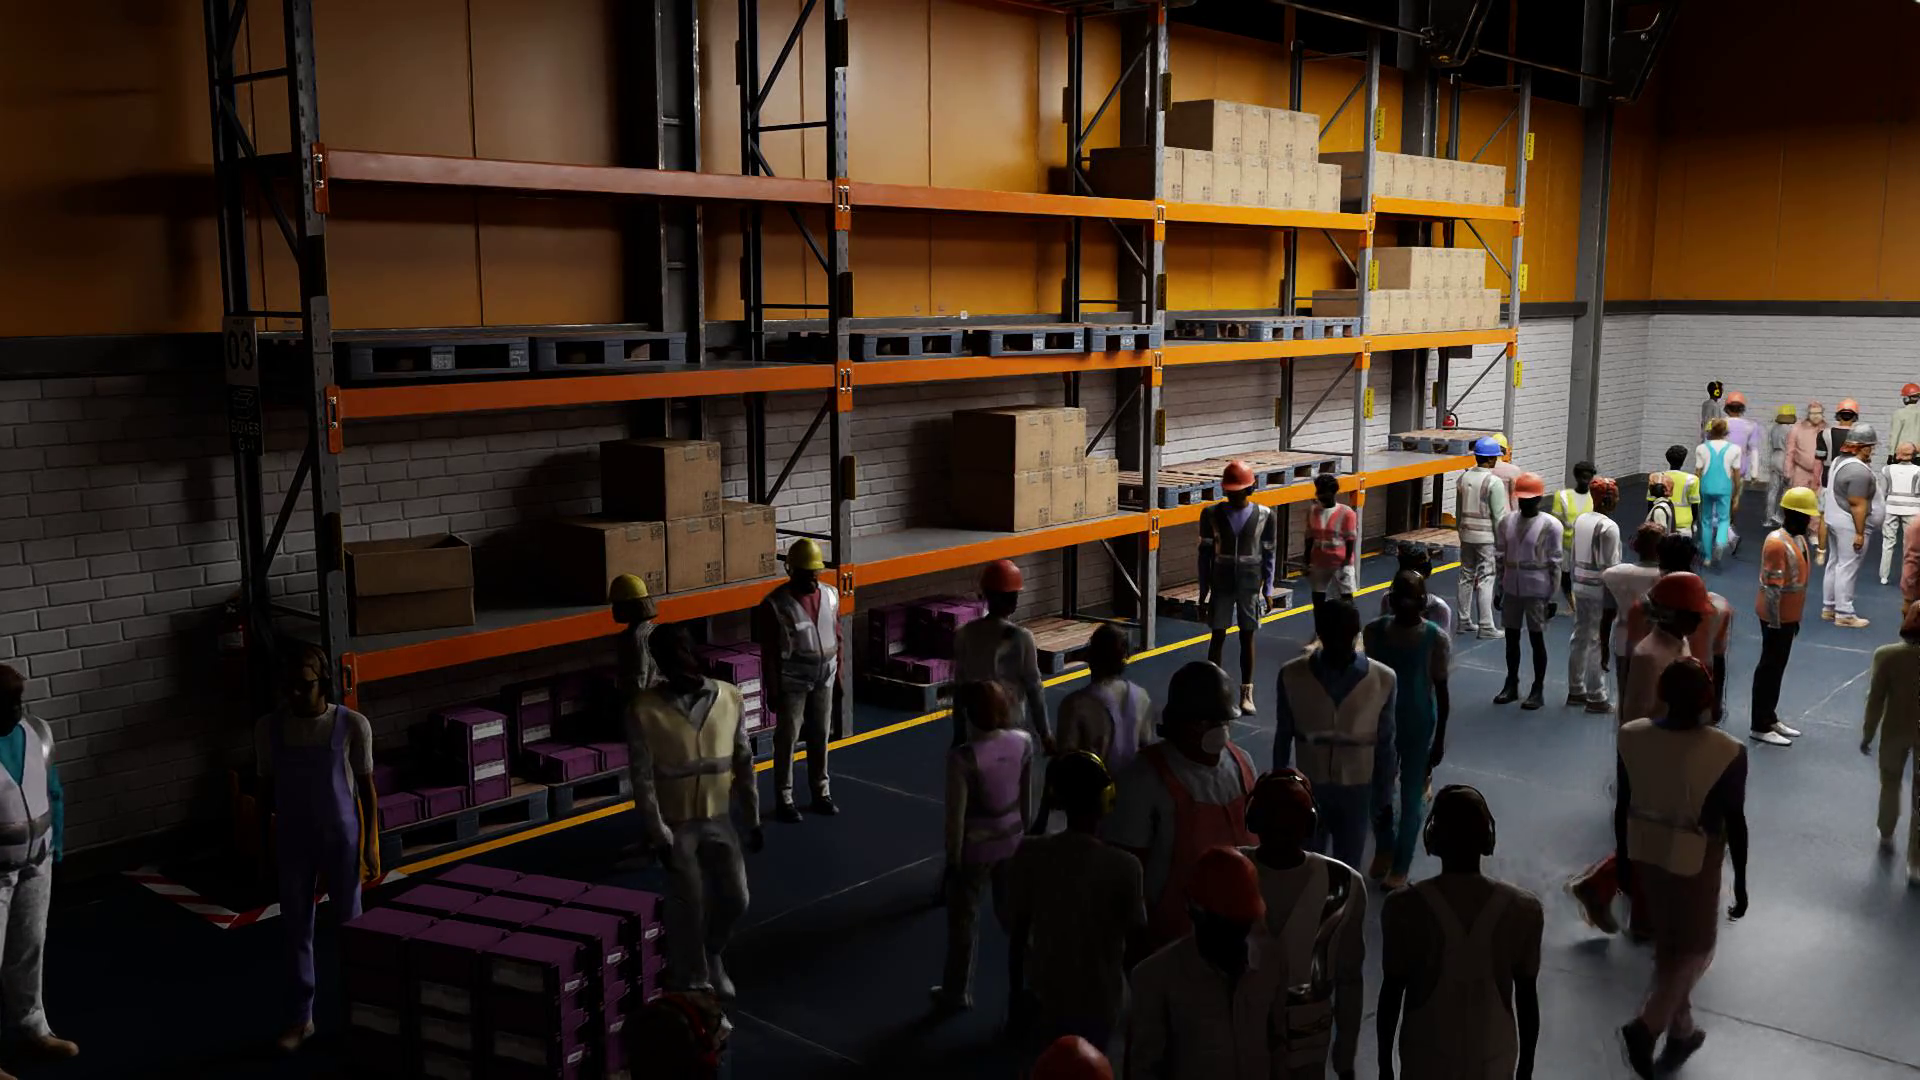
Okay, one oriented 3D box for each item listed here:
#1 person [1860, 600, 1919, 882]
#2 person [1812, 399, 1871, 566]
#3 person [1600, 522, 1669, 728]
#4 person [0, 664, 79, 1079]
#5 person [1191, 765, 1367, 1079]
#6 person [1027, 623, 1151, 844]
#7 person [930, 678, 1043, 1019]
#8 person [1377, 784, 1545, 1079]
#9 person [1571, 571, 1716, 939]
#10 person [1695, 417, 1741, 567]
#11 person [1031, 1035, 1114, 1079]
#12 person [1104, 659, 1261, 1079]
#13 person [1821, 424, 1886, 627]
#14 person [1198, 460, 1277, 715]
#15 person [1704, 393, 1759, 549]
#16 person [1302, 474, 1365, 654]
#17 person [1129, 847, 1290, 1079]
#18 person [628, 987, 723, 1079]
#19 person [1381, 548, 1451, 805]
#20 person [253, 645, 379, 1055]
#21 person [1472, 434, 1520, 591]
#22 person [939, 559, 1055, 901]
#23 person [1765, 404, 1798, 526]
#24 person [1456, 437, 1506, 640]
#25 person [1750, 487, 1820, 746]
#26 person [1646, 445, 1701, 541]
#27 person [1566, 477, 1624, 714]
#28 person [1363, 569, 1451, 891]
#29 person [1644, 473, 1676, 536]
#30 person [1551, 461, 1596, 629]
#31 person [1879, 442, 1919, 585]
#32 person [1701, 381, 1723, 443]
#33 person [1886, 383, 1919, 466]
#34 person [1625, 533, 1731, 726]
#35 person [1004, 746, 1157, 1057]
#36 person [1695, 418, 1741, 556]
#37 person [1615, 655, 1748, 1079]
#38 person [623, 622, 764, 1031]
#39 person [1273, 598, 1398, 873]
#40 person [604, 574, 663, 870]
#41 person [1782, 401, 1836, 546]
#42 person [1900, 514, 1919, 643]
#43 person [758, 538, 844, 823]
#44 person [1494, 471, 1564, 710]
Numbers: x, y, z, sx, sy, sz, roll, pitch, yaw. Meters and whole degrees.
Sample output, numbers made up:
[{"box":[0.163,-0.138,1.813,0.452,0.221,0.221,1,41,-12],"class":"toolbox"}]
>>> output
[{"box":[5.577,1.138,9.710,0.528,1.576,0.869,5,10,29],"class":"person"},{"box":[10.608,-0.685,20.038,0.611,2.032,0.411,4,10,25],"class":"person"},{"box":[4.645,0.775,11.280,0.580,1.809,0.863,4,10,26],"class":"person"},{"box":[-4.110,1.419,7.125,0.431,1.831,0.639,4,10,22],"class":"person"},{"box":[1.017,1.650,5.430,0.573,1.887,0.356,2,9,12],"class":"person"},{"box":[0.701,1.317,7.827,0.682,1.825,0.544,-7,11,-39],"class":"person"},{"box":[0.145,1.431,7.690,0.540,1.617,0.662,-7,11,-37],"class":"person"},{"box":[1.591,1.688,5.346,0.505,1.838,0.353,1,9,8],"class":"person"},{"box":[3.575,1.122,8.574,0.512,1.974,0.614,6,11,34],"class":"person"},{"box":[9.003,-0.551,19.808,0.514,1.819,0.731,4,10,25],"class":"person"},{"box":[0.232,2.002,3.742,0.598,1.724,0.557,4,10,22],"class":"person"},{"box":[0.905,1.448,6.241,0.673,2.000,0.535,-6,10,-33],"class":"person"},{"box":[8.924,-0.156,16.583,0.535,2.000,0.682,1,9,9],"class":"person"},{"box":[2.185,0.379,13.155,0.609,2.034,0.404,2,9,10],"class":"person"},{"box":[10.012,-0.920,21.695,0.628,1.977,1.086,2,9,11],"class":"person"},{"box":[3.446,0.226,15.275,0.459,1.680,0.648,-8,12,-42],"class":"person"},{"box":[0.784,1.778,5.061,0.574,1.746,0.347,-4,10,-25],"class":"person"},{"box":[-0.645,1.927,3.795,0.605,1.831,0.434,7,11,37],"class":"person"},{"box":[2.954,0.891,10.931,0.321,1.697,0.529,-8,12,-41],"class":"person"},{"box":[-2.853,1.367,7.387,0.520,1.844,0.330,-1,9,-8],"class":"person"},{"box":[5.908,-0.297,18.414,0.526,1.760,0.345,4,10,25],"class":"person"},{"box":[0.221,1.048,9.391,1.041,1.878,0.546,-8,12,-40],"class":"person"},{"box":[11.514,-1.041,23.275,0.458,1.724,0.502,-2,9,-13],"class":"person"},{"box":[5.016,-0.020,16.005,0.386,1.948,0.601,-4,10,-25],"class":"person"},{"box":[6.149,0.554,12.394,0.390,1.920,0.590,7,11,39],"class":"person"},{"box":[7.621,-0.174,17.797,0.540,1.696,0.317,5,10,31],"class":"person"},{"box":[5.080,0.437,13.266,0.355,1.883,0.575,-2,9,-12],"class":"person"},{"box":[2.468,1.068,9.345,0.537,1.835,0.400,6,11,33],"class":"person"},{"box":[6.600,0.179,15.705,0.314,1.641,0.515,5,10,29],"class":"person"},{"box":[6.164,0.028,16.572,0.554,1.671,0.635,4,10,25],"class":"person"},{"box":[10.600,-0.284,18.703,0.310,1.639,0.514,-8,12,-43],"class":"person"},{"box":[11.878,-1.573,26.258,0.328,1.876,0.513,0,9,-1],"class":"person"},{"box":[13.558,-1.244,23.790,0.619,1.989,0.402,-1,9,-8],"class":"person"},{"box":[4.243,0.935,9.836,0.629,1.948,0.681,1,9,4],"class":"person"},{"box":[0.436,1.630,5.829,0.533,1.816,1.031,7,11,40],"class":"person"},{"box":[9.418,-0.641,20.668,0.532,1.738,0.665,-6,11,-35],"class":"person"},{"box":[3.076,1.411,7.193,0.725,1.818,0.601,-7,11,-38],"class":"person"},{"box":[-1.192,1.308,7.627,0.625,1.887,0.535,-6,11,-34],"class":"person"},{"box":[1.844,1.217,8.199,0.591,1.904,0.447,2,9,10],"class":"person"},{"box":[-1.905,1.055,9.775,0.324,1.732,0.492,-1,9,-8],"class":"person"},{"box":[11.168,-0.894,21.859,0.652,1.883,0.666,3,9,17],"class":"person"},{"box":[7.604,0.432,12.941,0.622,1.992,0.396,-2,9,-15],"class":"person"},{"box":[-0.992,0.885,10.591,0.586,1.824,0.408,-7,11,-37],"class":"person"},{"box":[4.539,0.404,13.348,0.392,1.929,0.548,-8,12,-42],"class":"person"}]
